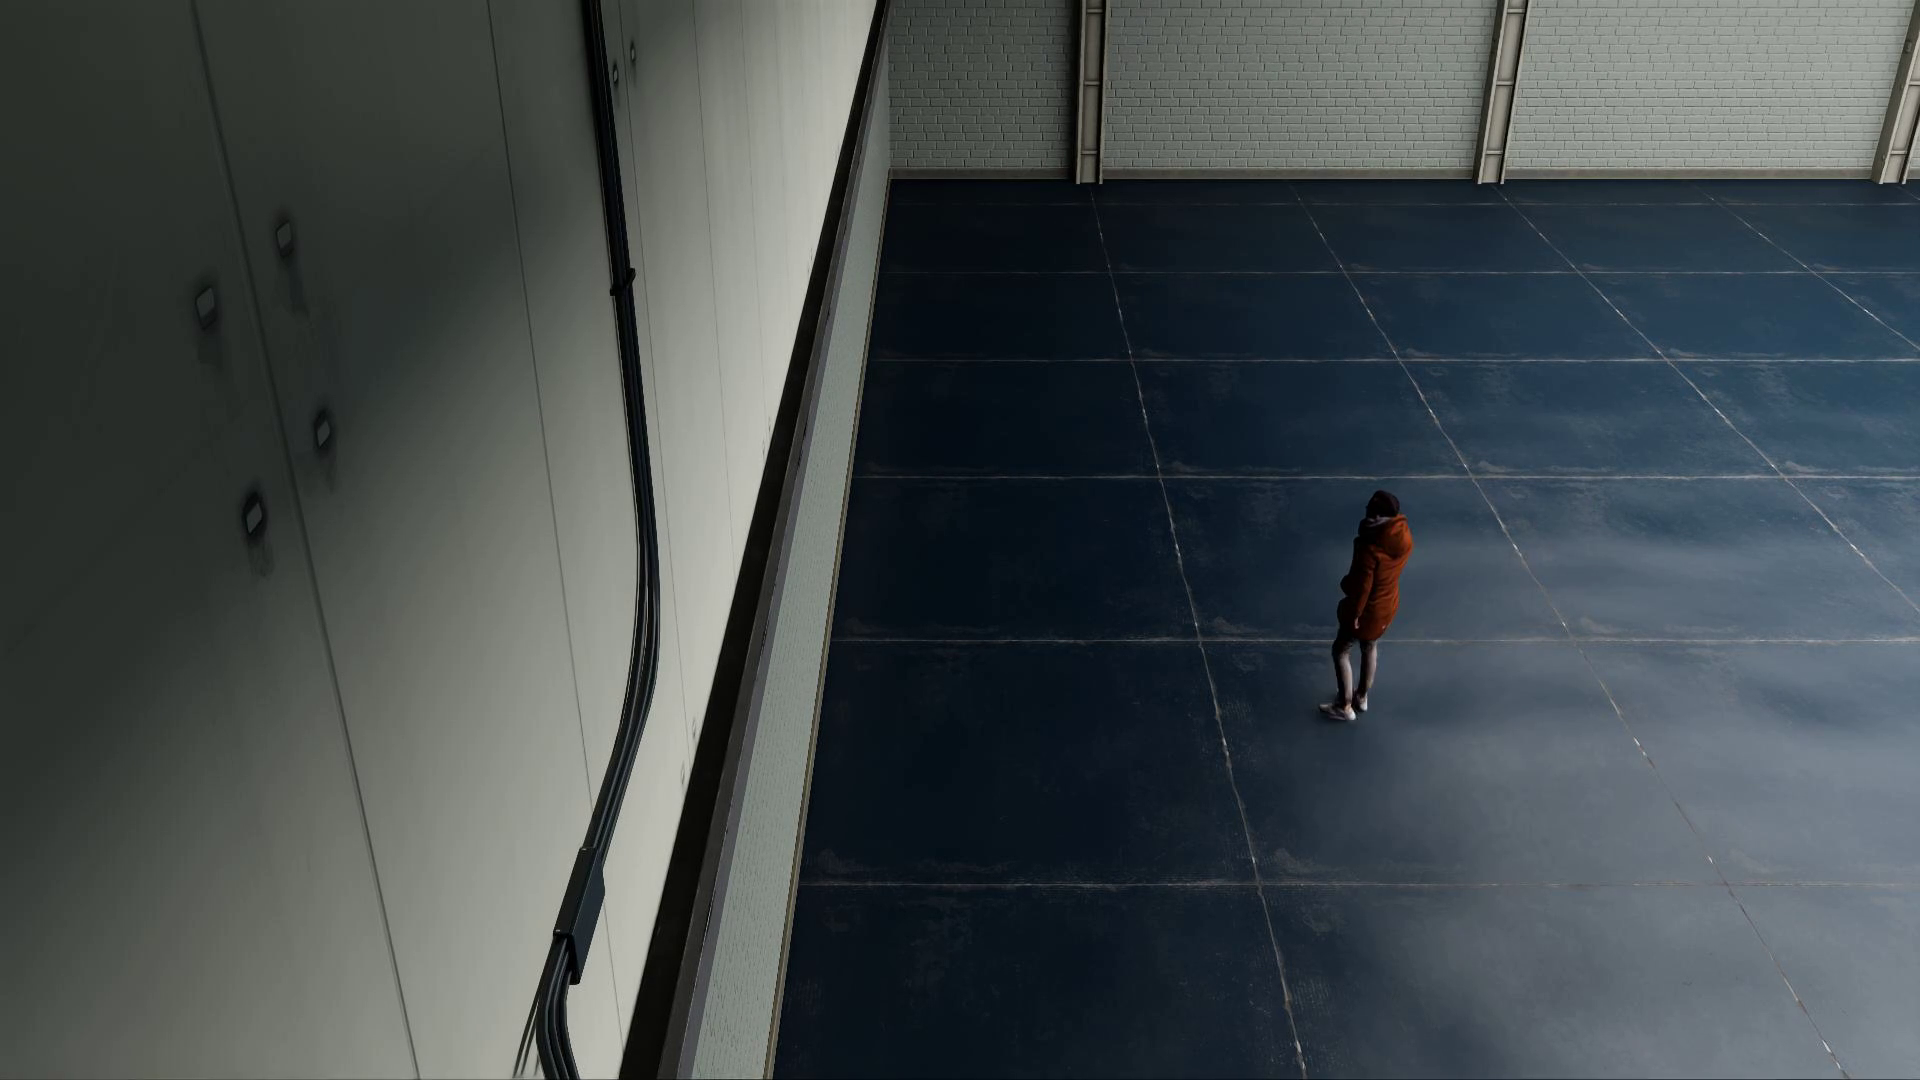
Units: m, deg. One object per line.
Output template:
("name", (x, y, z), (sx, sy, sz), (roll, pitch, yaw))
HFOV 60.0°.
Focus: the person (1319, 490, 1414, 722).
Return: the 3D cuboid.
("person", (2.997, 0.489, 11.975), (0.878, 1.834, 0.946), (-22, 35, -35))
